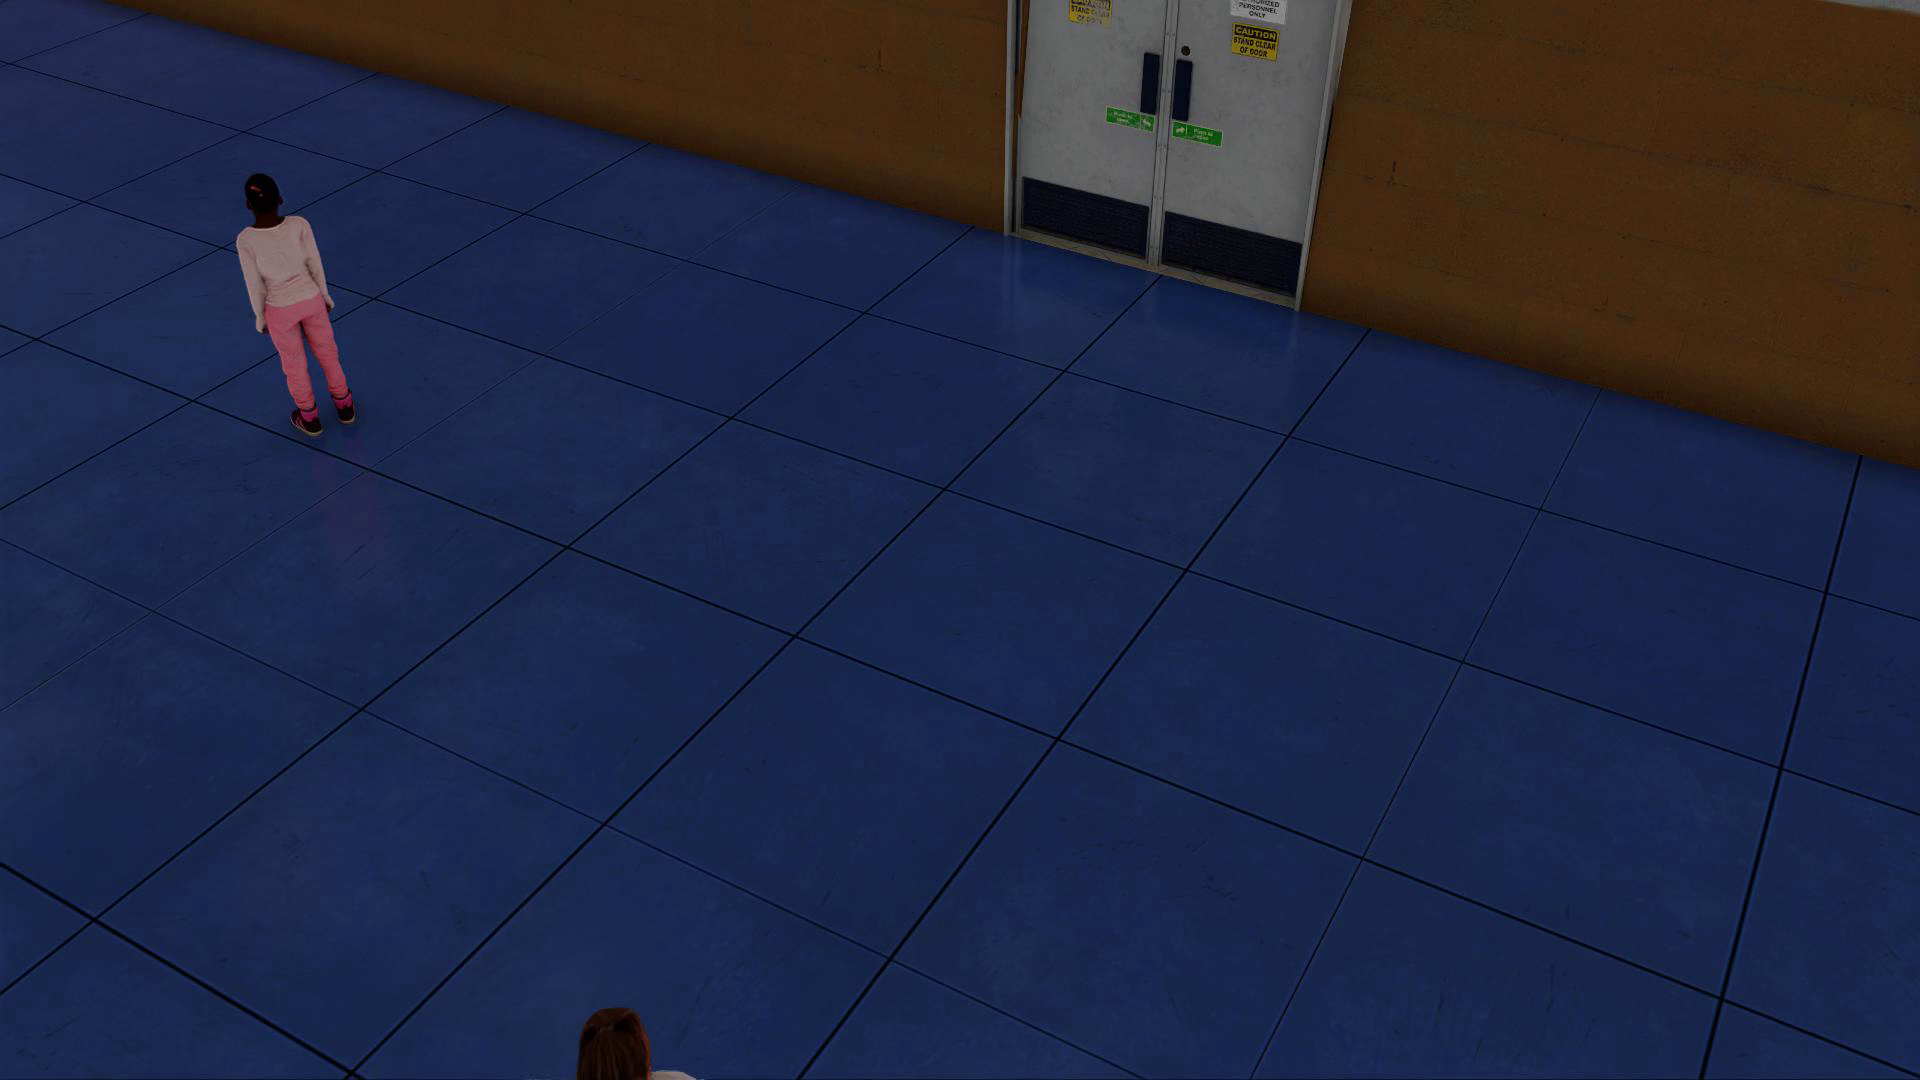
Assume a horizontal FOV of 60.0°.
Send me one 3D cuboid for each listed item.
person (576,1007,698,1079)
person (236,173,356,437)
[{"bbox_3d":[-0.837,1.752,4.330,0.747,1.714,0.811,-18,41,-23],"label":"person"},{"bbox_3d":[-3.414,-1.214,8.506,0.547,1.445,0.678,-24,43,-29],"label":"person"}]
